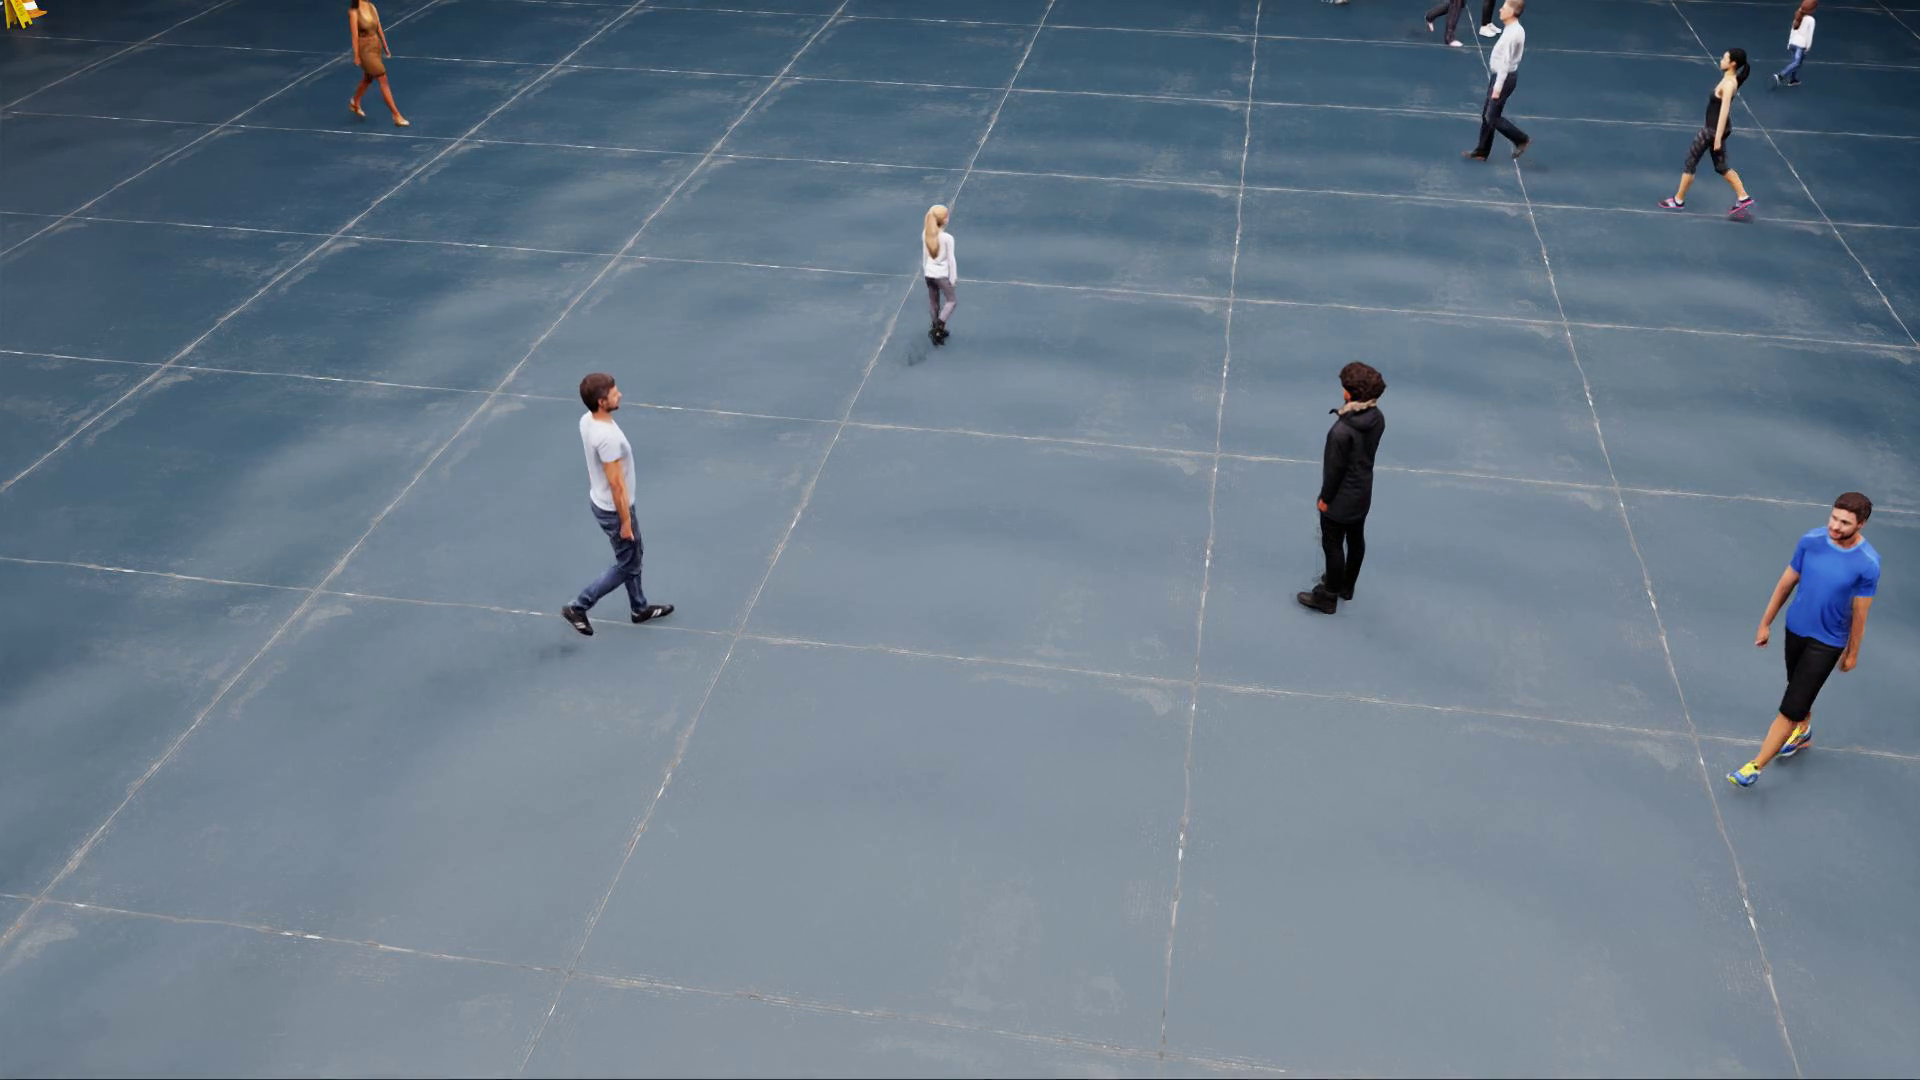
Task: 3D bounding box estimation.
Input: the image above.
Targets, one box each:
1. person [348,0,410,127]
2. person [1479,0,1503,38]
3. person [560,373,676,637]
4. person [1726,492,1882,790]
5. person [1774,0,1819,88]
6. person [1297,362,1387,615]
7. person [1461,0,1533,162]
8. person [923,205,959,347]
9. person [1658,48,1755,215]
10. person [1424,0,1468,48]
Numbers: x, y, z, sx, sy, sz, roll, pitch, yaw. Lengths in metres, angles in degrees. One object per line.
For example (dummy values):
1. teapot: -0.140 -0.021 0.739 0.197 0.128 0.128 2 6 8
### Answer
1. person: -6.928 -5.639 19.336 1.126 1.647 0.679 10 34 16
2. person: 7.347 -7.762 22.612 0.672 1.742 0.666 23 39 32
3. person: -2.262 -0.184 10.500 1.093 1.848 0.974 -16 35 -23
4. person: 4.890 0.519 9.404 1.203 1.829 1.107 -18 37 -27
5. person: 10.416 -6.181 20.710 0.796 1.097 0.667 -12 34 -18
6. person: 2.518 -0.331 10.798 0.727 1.778 0.765 -26 41 -35
7. person: 5.989 -4.998 18.168 0.972 1.808 0.712 9 33 14
8. person: -0.221 -2.258 14.329 0.650 1.270 0.665 18 37 27
9. person: 7.763 -4.101 16.856 1.191 1.692 0.826 16 36 24
10. person: 6.570 -7.572 22.210 1.064 1.849 0.942 27 41 35
